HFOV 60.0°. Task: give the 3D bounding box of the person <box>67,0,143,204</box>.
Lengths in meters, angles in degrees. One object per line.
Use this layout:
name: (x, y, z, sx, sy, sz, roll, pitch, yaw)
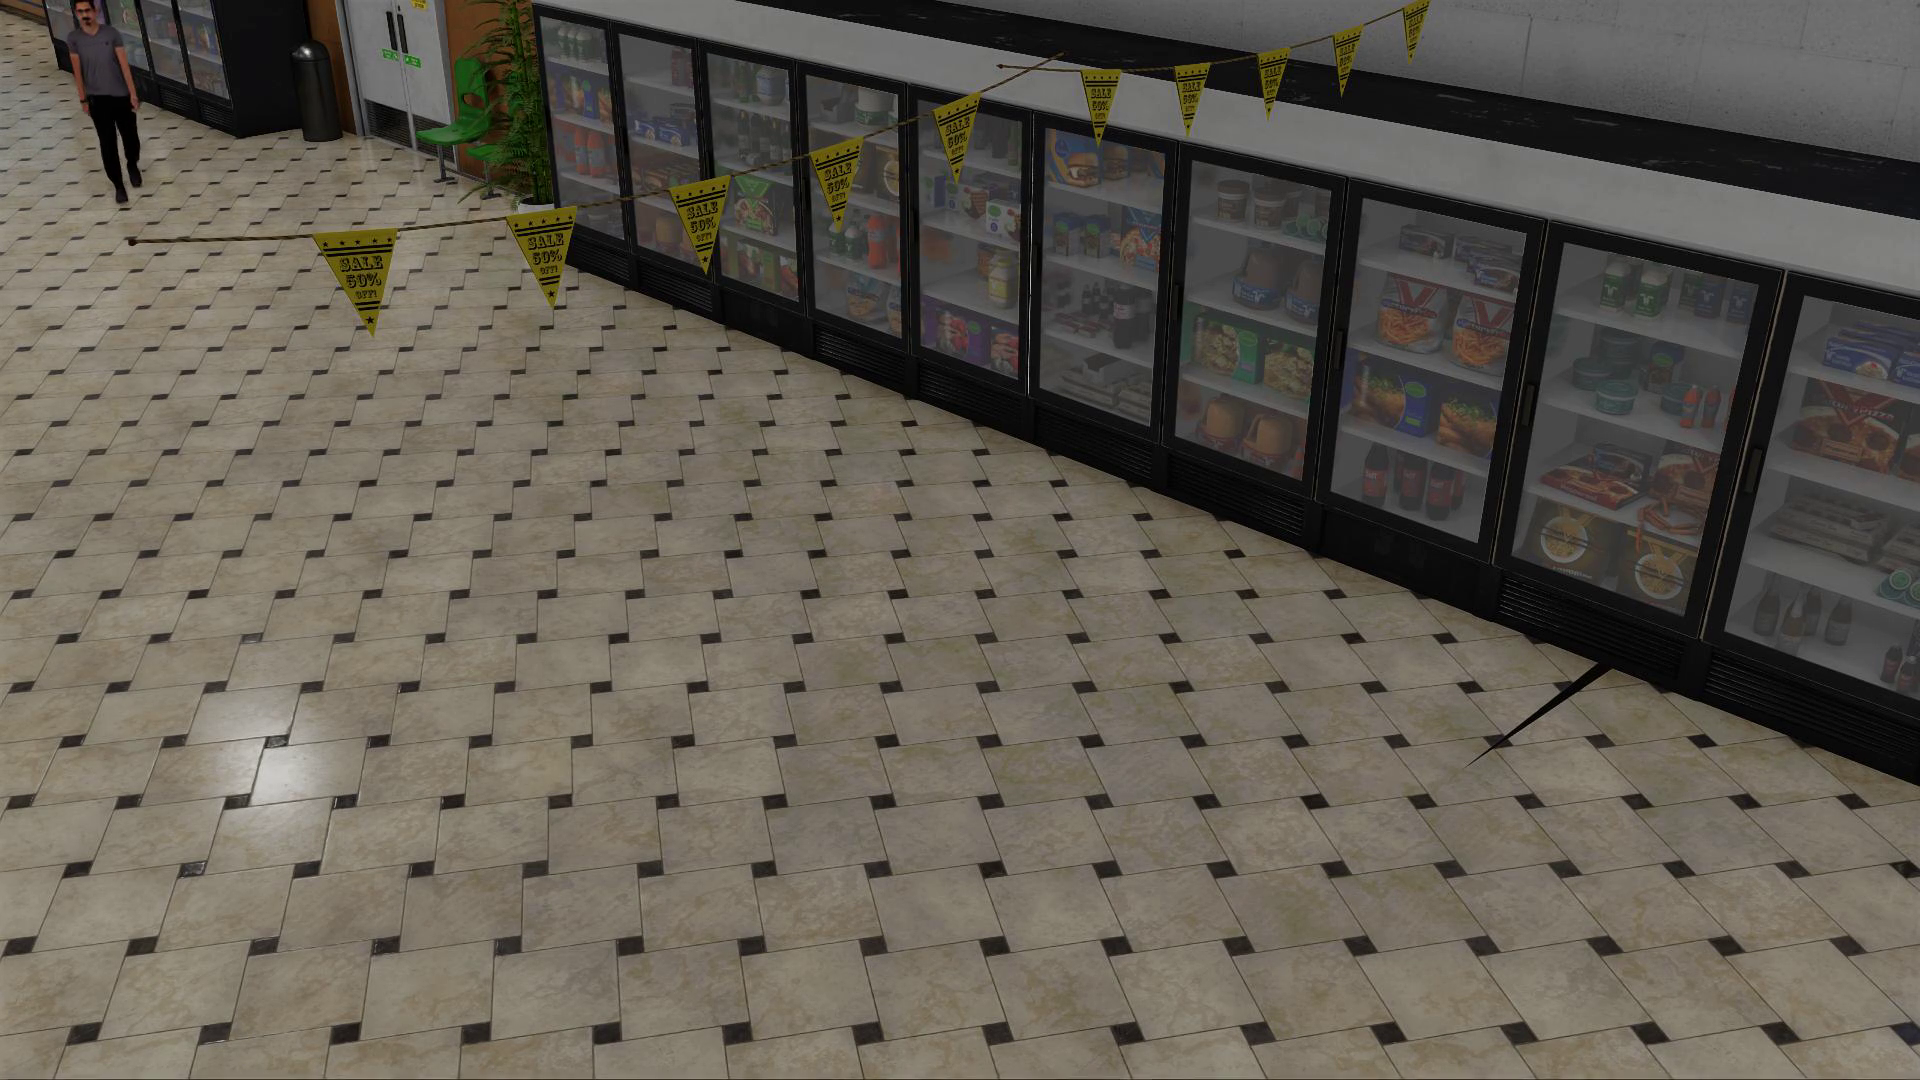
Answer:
person: (-7.559, -3.944, 14.792, 1.102, 1.738, 0.858, -15, 31, -28)
